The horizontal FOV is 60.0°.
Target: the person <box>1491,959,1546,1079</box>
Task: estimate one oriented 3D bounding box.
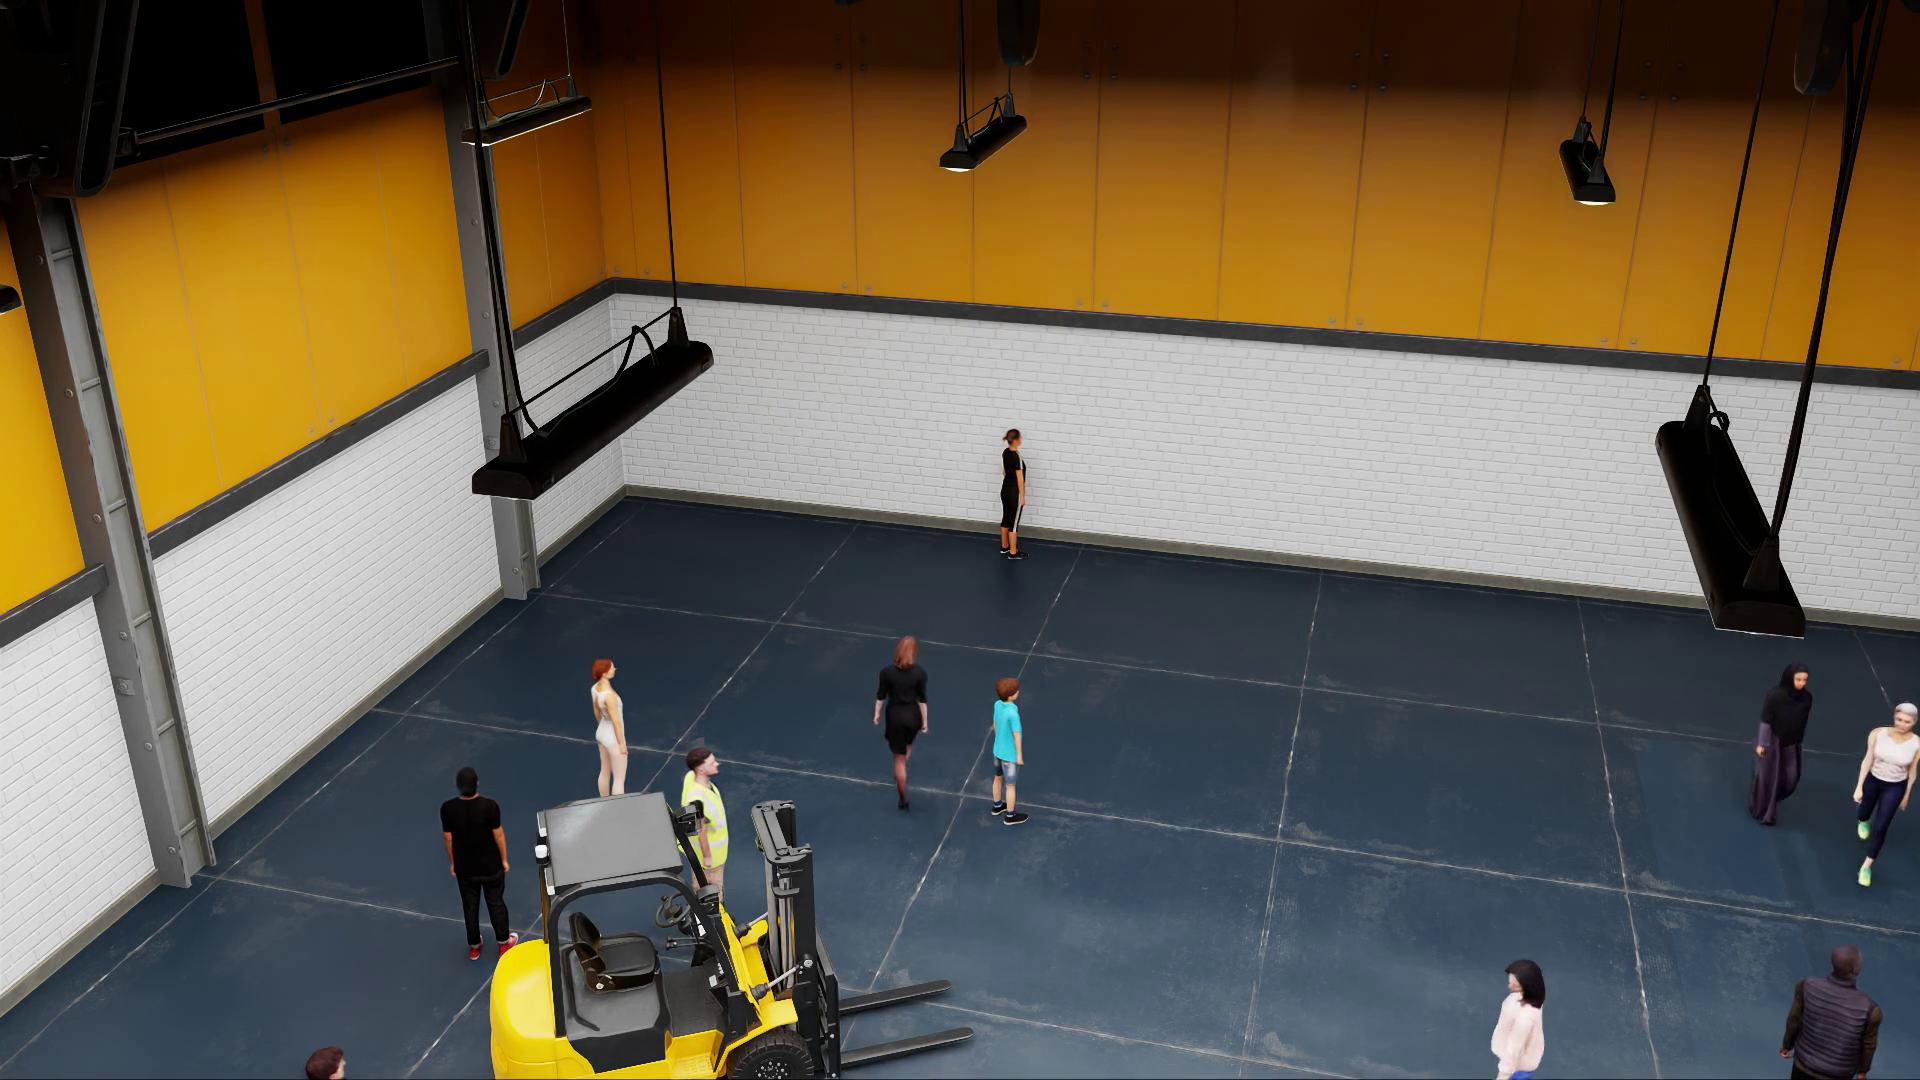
[{"bbox_3d":[3.813,3.516,11.238,0.967,1.727,0.647,21,31,39],"label":"person"}]

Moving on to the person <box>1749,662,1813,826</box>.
[{"bbox_3d":[7.512,1.805,15.302,0.688,1.607,0.843,1,24,3],"label":"person"}]

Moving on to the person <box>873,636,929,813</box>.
[{"bbox_3d":[-0.503,1.741,15.380,0.852,1.661,1.040,-3,24,-6],"label":"person"}]

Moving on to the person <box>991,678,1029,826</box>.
[{"bbox_3d":[0.423,1.912,15.255,0.656,1.448,0.597,-14,27,-28],"label":"person"}]

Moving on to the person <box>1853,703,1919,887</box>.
[{"bbox_3d":[8.038,2.123,14.488,0.789,1.675,1.151,13,27,27],"label":"person"}]

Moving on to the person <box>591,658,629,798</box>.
[{"bbox_3d":[-3.204,1.817,15.227,0.646,1.644,0.618,-19,30,-36],"label":"person"}]

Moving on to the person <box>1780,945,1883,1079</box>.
[{"bbox_3d":[5.784,3.498,11.142,0.775,1.836,0.740,18,29,35],"label":"person"}]

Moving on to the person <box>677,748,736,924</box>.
[{"bbox_3d":[-2.045,2.478,13.462,0.895,1.847,0.817,-6,24,-13],"label":"person"}]

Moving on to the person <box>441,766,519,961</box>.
[{"bbox_3d":[-3.863,2.583,13.335,0.700,1.757,0.686,-1,24,-3],"label":"person"}]

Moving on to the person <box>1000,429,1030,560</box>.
[{"bbox_3d":[0.656,-0.593,20.710,0.709,1.669,0.632,-11,26,-23],"label":"person"}]
